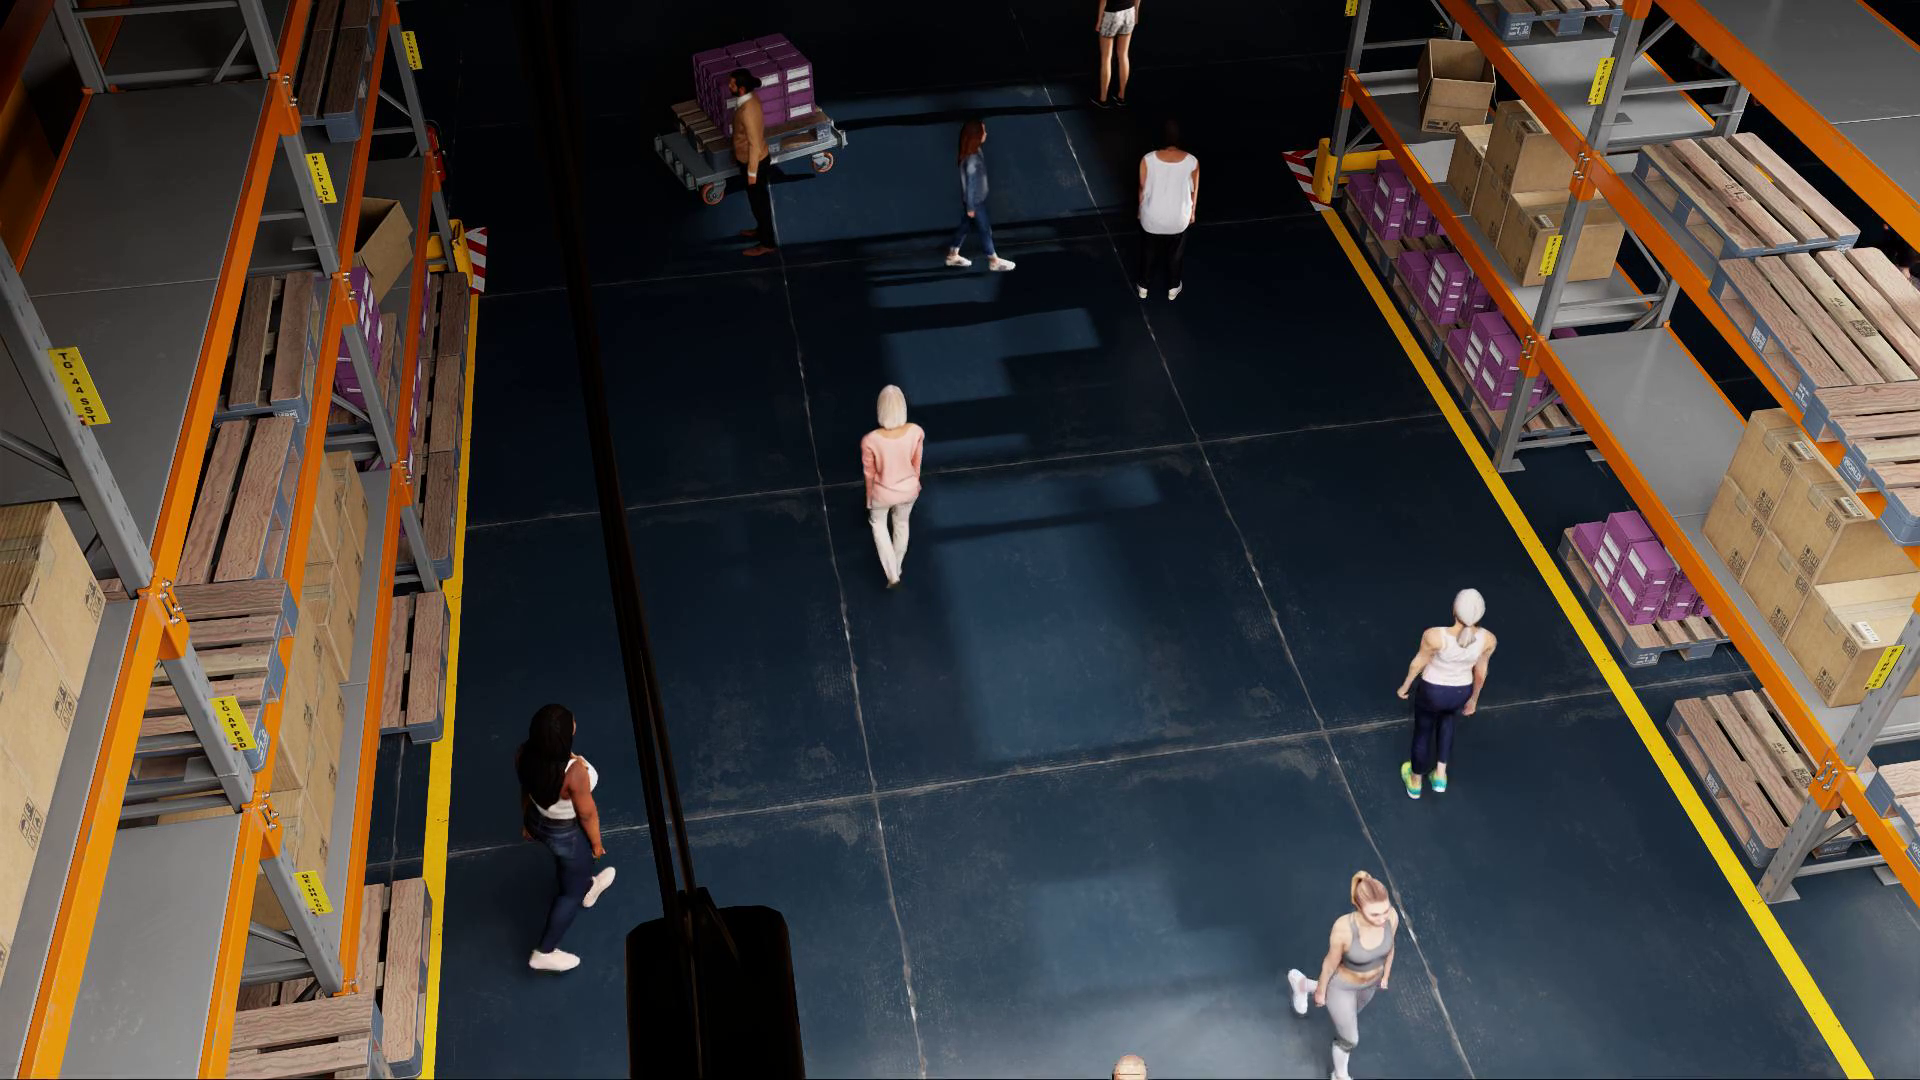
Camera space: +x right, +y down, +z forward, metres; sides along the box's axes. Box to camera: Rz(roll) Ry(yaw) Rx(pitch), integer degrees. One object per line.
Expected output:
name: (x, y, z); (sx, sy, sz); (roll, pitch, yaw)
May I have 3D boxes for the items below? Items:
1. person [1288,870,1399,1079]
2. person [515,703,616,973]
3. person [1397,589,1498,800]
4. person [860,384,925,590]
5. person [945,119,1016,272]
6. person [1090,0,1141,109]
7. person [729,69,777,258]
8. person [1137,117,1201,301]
person: (2.022, 2.259, 8.748); (0.748, 1.678, 1.095); (-17, 46, -17)
person: (-2.283, 1.681, 9.292); (1.057, 1.766, 1.112); (28, 50, 26)
person: (2.935, 1.012, 10.050); (0.646, 1.688, 0.672); (-2, 44, -2)
person: (-0.436, -0.310, 11.419); (0.637, 1.714, 0.805); (-11, 45, -11)
person: (0.057, -2.963, 14.390); (0.714, 1.457, 0.814); (-1, 44, -1)
person: (1.566, -5.159, 16.418); (0.660, 1.840, 0.614); (-17, 46, -17)
person: (-1.810, -3.314, 14.545); (0.720, 1.752, 0.502); (-5, 44, -6)
person: (1.730, -2.803, 14.055); (0.732, 1.687, 0.712); (6, 44, 6)
